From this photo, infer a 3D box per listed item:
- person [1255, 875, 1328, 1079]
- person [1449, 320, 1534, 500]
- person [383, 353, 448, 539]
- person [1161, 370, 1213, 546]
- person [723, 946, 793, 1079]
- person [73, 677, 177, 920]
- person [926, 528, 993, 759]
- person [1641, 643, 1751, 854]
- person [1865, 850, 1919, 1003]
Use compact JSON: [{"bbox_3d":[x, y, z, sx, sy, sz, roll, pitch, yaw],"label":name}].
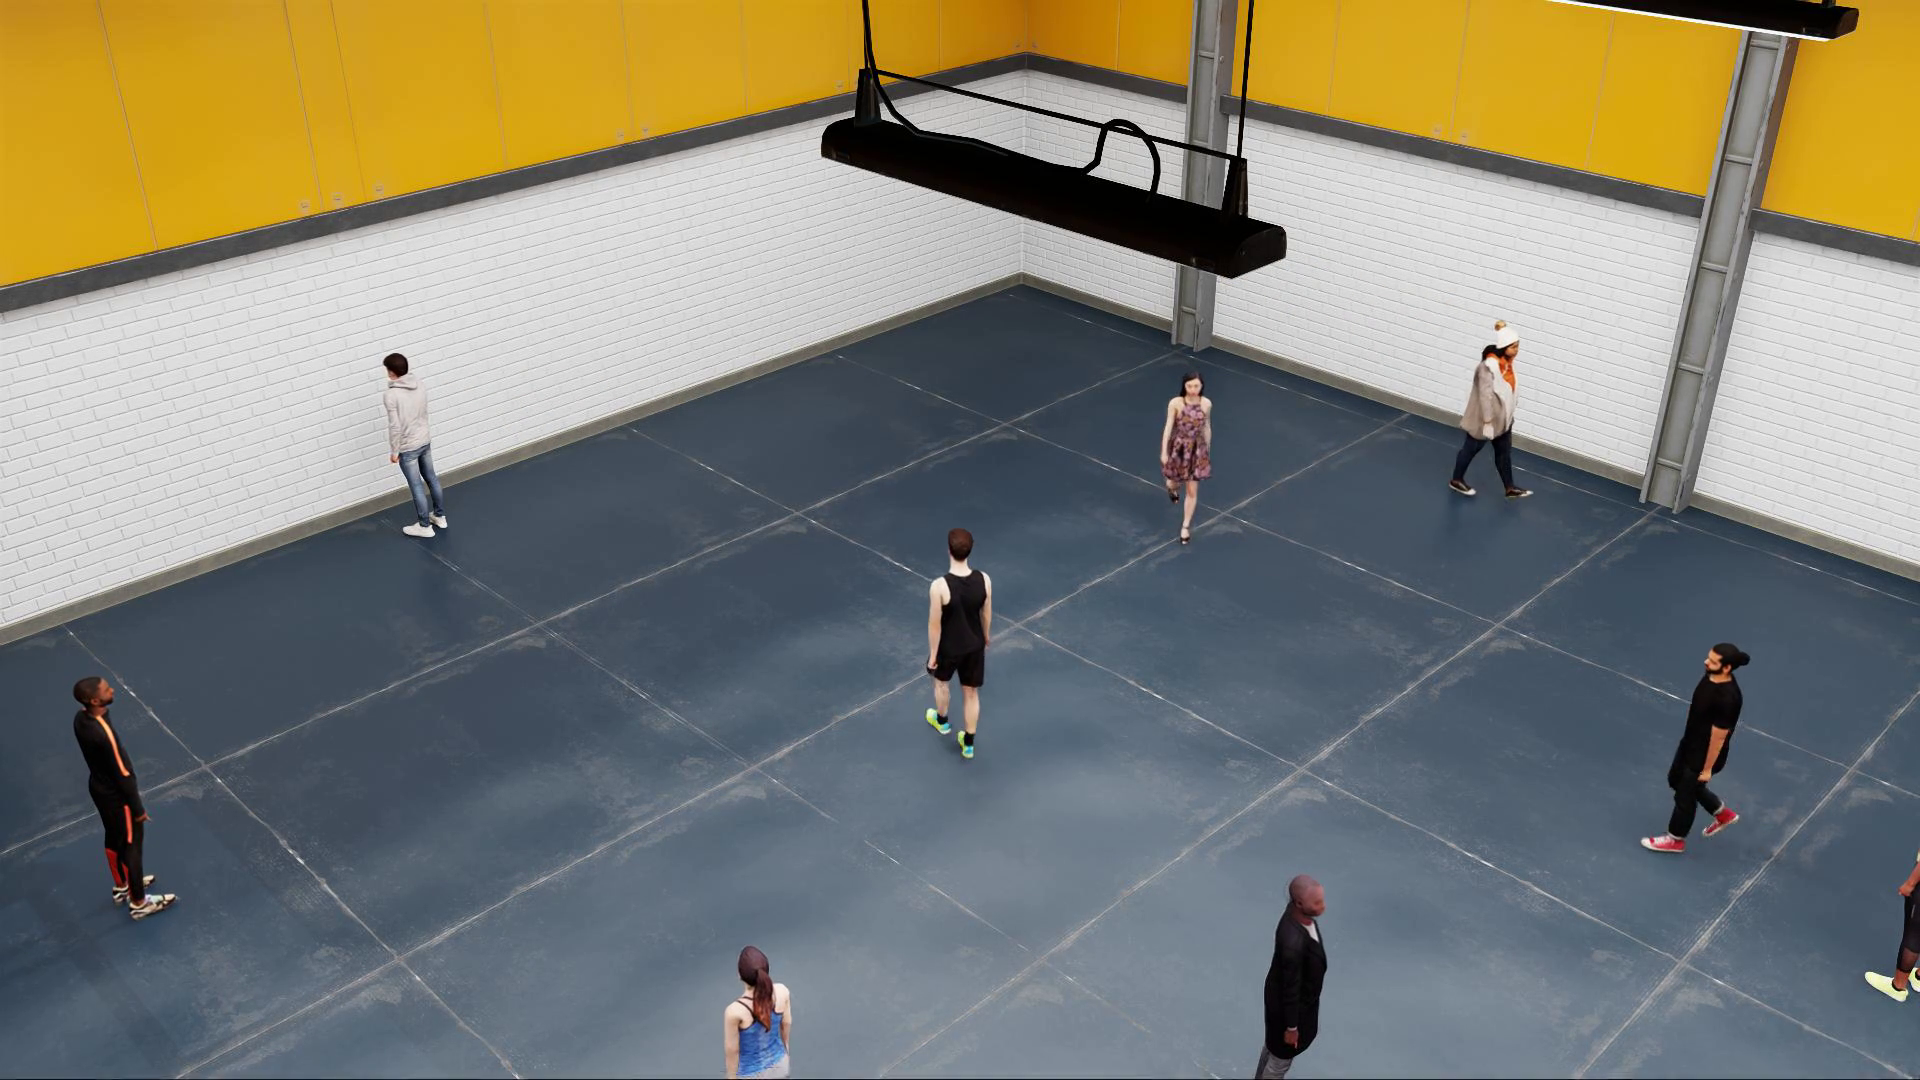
[{"bbox_3d":[1.853,2.605,9.419,0.740,1.761,0.734,6,29,12],"label":"person"},{"bbox_3d":[5.158,-1.291,16.454,0.733,1.864,1.035,-25,37,-37],"label":"person"},{"bbox_3d":[-5.180,-0.911,15.770,0.711,1.852,0.743,11,31,20],"label":"person"},{"bbox_3d":[2.127,-0.829,15.722,0.959,1.753,1.046,-4,29,-7],"label":"person"},{"bbox_3d":[-1.061,2.910,9.029,0.634,1.599,0.653,-18,33,-30],"label":"person"},{"bbox_3d":[-5.632,1.690,11.055,0.486,1.801,0.678,23,36,36],"label":"person"},{"bbox_3d":[0.023,0.831,12.554,0.908,1.872,1.004,-10,30,-17],"label":"person"},{"bbox_3d":[5.232,1.470,11.519,0.992,1.741,0.901,4,29,7],"label":"person"},{"bbox_3d":[6.066,2.118,10.317,0.634,1.755,0.633,-10,30,-18],"label":"person"}]
